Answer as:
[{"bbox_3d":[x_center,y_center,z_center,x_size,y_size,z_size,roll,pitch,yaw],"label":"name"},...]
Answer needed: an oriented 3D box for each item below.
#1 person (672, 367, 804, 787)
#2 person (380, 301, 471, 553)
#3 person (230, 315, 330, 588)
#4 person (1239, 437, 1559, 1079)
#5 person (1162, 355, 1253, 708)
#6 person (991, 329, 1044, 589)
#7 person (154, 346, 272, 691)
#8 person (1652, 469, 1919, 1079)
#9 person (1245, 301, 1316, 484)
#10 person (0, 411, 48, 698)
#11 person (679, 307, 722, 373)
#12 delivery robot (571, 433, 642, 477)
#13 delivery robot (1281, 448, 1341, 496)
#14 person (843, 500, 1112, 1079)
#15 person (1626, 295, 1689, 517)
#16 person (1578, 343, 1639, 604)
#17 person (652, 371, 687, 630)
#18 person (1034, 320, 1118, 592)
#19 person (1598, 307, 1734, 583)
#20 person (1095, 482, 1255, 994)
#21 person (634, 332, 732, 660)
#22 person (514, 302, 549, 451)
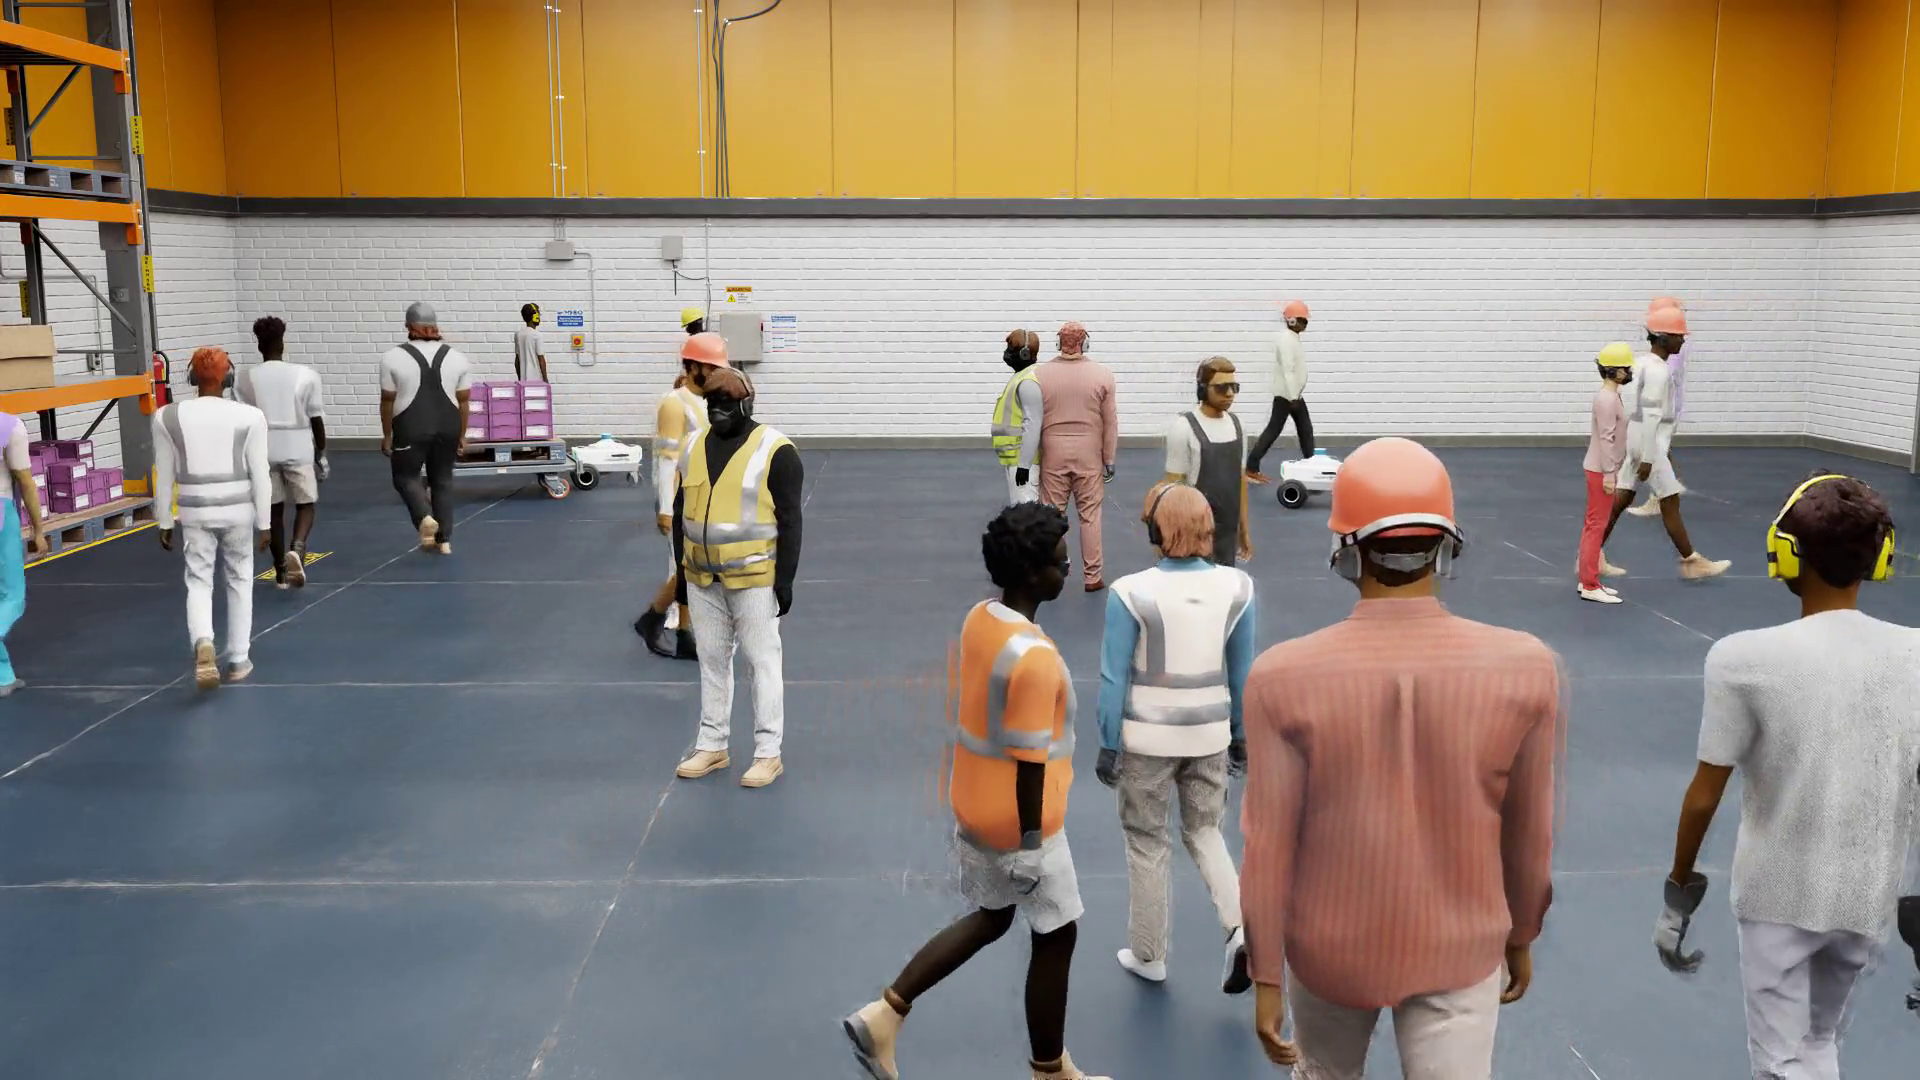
[{"bbox_3d":[-1.005,0.162,7.334,0.633,1.841,0.429,4,10,25],"label":"person"},{"bbox_3d":[-4.206,-0.880,13.109,0.696,2.000,0.648,-6,11,-34],"label":"person"},{"bbox_3d":[-4.752,-0.594,11.635,0.622,1.948,0.629,-3,10,-16],"label":"person"},{"bbox_3d":[0.839,0.785,3.178,0.613,1.957,0.967,1,9,7],"label":"person"},{"bbox_3d":[1.283,-0.036,8.591,0.507,1.832,0.430,-7,12,-37],"label":"person"},{"bbox_3d":[0.433,-0.572,11.820,0.429,1.846,0.625,-1,9,-3],"label":"person"},{"bbox_3d":[-4.013,-0.112,8.964,0.585,1.858,0.770,-3,10,-18],"label":"person"},{"bbox_3d":[1.770,0.773,3.544,0.552,1.851,0.544,0,9,0],"label":"person"},{"bbox_3d":[3.442,-1.523,17.372,1.045,1.942,0.644,4,10,24],"label":"person"},{"bbox_3d":[-5.066,-0.021,8.548,0.578,1.820,0.723,0,9,-3],"label":"person"},{"bbox_3d":[-2.770,-1.585,18.021,0.602,1.858,0.980,-8,12,-42],"label":"person"},{"bbox_3d":[-3.661,-0.862,17.255,0.707,0.478,0.477,-3,10,-16],"label":"delivery robot"},{"bbox_3d":[3.420,-0.629,15.826,0.707,0.478,0.477,3,10,16],"label":"delivery robot"},{"bbox_3d":[0.071,0.725,4.381,0.656,1.674,0.534,-3,10,-20],"label":"person"},{"bbox_3d":[6.360,-1.204,15.114,0.446,2.033,0.629,2,10,13],"label":"person"},{"bbox_3d":[4.429,-0.461,11.377,0.317,1.769,0.523,3,10,19],"label":"person"},{"bbox_3d":[-1.670,-0.250,10.473,0.523,1.638,0.310,-1,9,-5],"label":"person"},{"bbox_3d":[0.786,-0.579,11.674,0.641,1.908,0.407,1,9,7],"label":"person"},{"bbox_3d":[5.055,-0.679,12.028,1.057,1.985,0.629,2,9,10],"label":"person"},{"bbox_3d":[0.682,0.631,5.117,0.526,1.619,0.534,-3,10,-20],"label":"person"},{"bbox_3d":[-1.536,-0.239,9.566,0.504,1.911,0.545,2,9,12],"label":"person"},{"bbox_3d":[-4.995,-1.842,19.517,0.512,1.876,0.329,6,11,35],"label":"person"}]
